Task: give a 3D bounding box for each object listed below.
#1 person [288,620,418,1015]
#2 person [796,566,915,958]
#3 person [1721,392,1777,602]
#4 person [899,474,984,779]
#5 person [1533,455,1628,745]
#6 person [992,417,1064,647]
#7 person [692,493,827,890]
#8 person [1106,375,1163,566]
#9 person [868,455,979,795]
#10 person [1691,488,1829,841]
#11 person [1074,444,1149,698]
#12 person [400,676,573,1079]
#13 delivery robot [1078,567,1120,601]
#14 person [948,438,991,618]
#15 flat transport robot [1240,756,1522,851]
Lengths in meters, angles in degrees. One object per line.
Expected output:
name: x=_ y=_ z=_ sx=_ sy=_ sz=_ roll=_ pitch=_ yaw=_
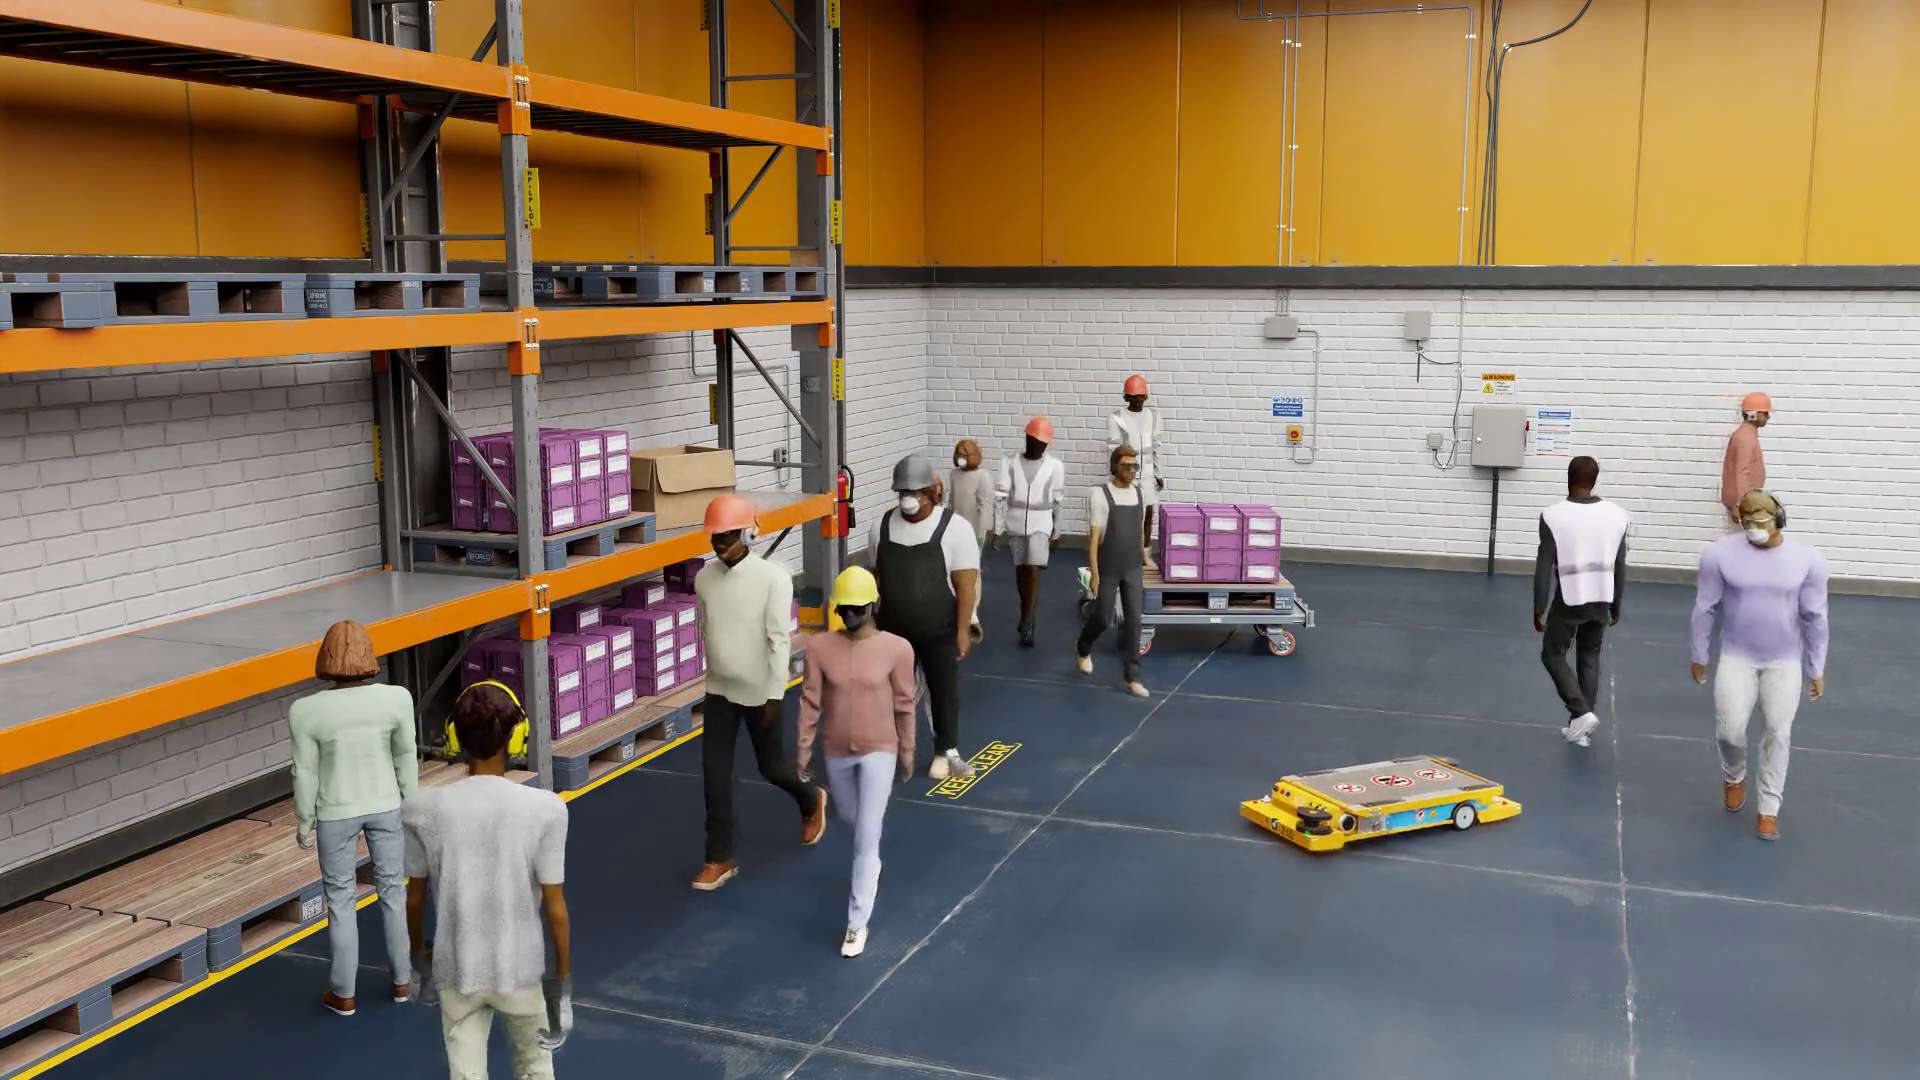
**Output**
person: x=-2.484 y=1.136 z=6.857 sx=0.500 sy=1.633 sz=0.280 roll=-6 pitch=11 yaw=-32
person: x=-0.469 y=0.951 z=7.730 sx=0.538 sy=1.724 sz=0.891 roll=2 pitch=9 yaw=12
person: x=7.277 y=-0.371 z=15.268 sx=0.597 sy=1.975 sz=0.617 roll=3 pitch=9 yaw=17
person: x=-0.221 y=0.486 z=10.313 sx=0.585 sy=1.846 sz=0.971 roll=-8 pitch=12 yaw=-41
person: x=3.976 y=0.408 z=10.644 sx=0.637 sy=1.880 sz=0.527 roll=-1 pitch=9 yaw=-5
person: x=0.579 y=-0.094 z=13.841 sx=0.564 sy=1.877 sz=0.969 roll=2 pitch=9 yaw=11
person: x=-1.043 y=0.722 z=8.422 sx=0.602 sy=1.970 sz=0.859 roll=4 pitch=10 yaw=26
person: x=1.800 y=-0.680 z=17.050 sx=0.615 sy=2.029 sz=0.409 roll=-3 pitch=10 yaw=-20
person: x=-0.257 y=0.476 z=9.730 sx=0.703 sy=2.000 sz=1.010 roll=3 pitch=9 yaw=17
person: x=4.329 y=0.650 z=9.032 sx=0.671 sy=1.912 sz=0.506 roll=4 pitch=10 yaw=25
person: x=1.124 y=0.198 z=12.165 sx=0.520 sy=1.827 sz=0.787 roll=-4 pitch=10 yaw=-25
person: x=-1.446 y=1.314 z=5.142 sx=0.515 sy=1.834 sz=0.907 roll=-2 pitch=9 yaw=-10
delivery robot: x=1.410 y=0.359 z=14.816 sx=0.707 sy=0.478 sz=0.477 roll=0 pitch=9 yaw=-3
person: x=0.045 y=-0.078 z=14.510 sx=0.502 sy=1.618 sz=0.343 roll=8 pitch=12 yaw=42
flat transport robot: x=2.336 y=1.439 z=9.222 sx=1.431 sy=0.197 sz=0.652 roll=-4 pitch=10 yaw=-24
